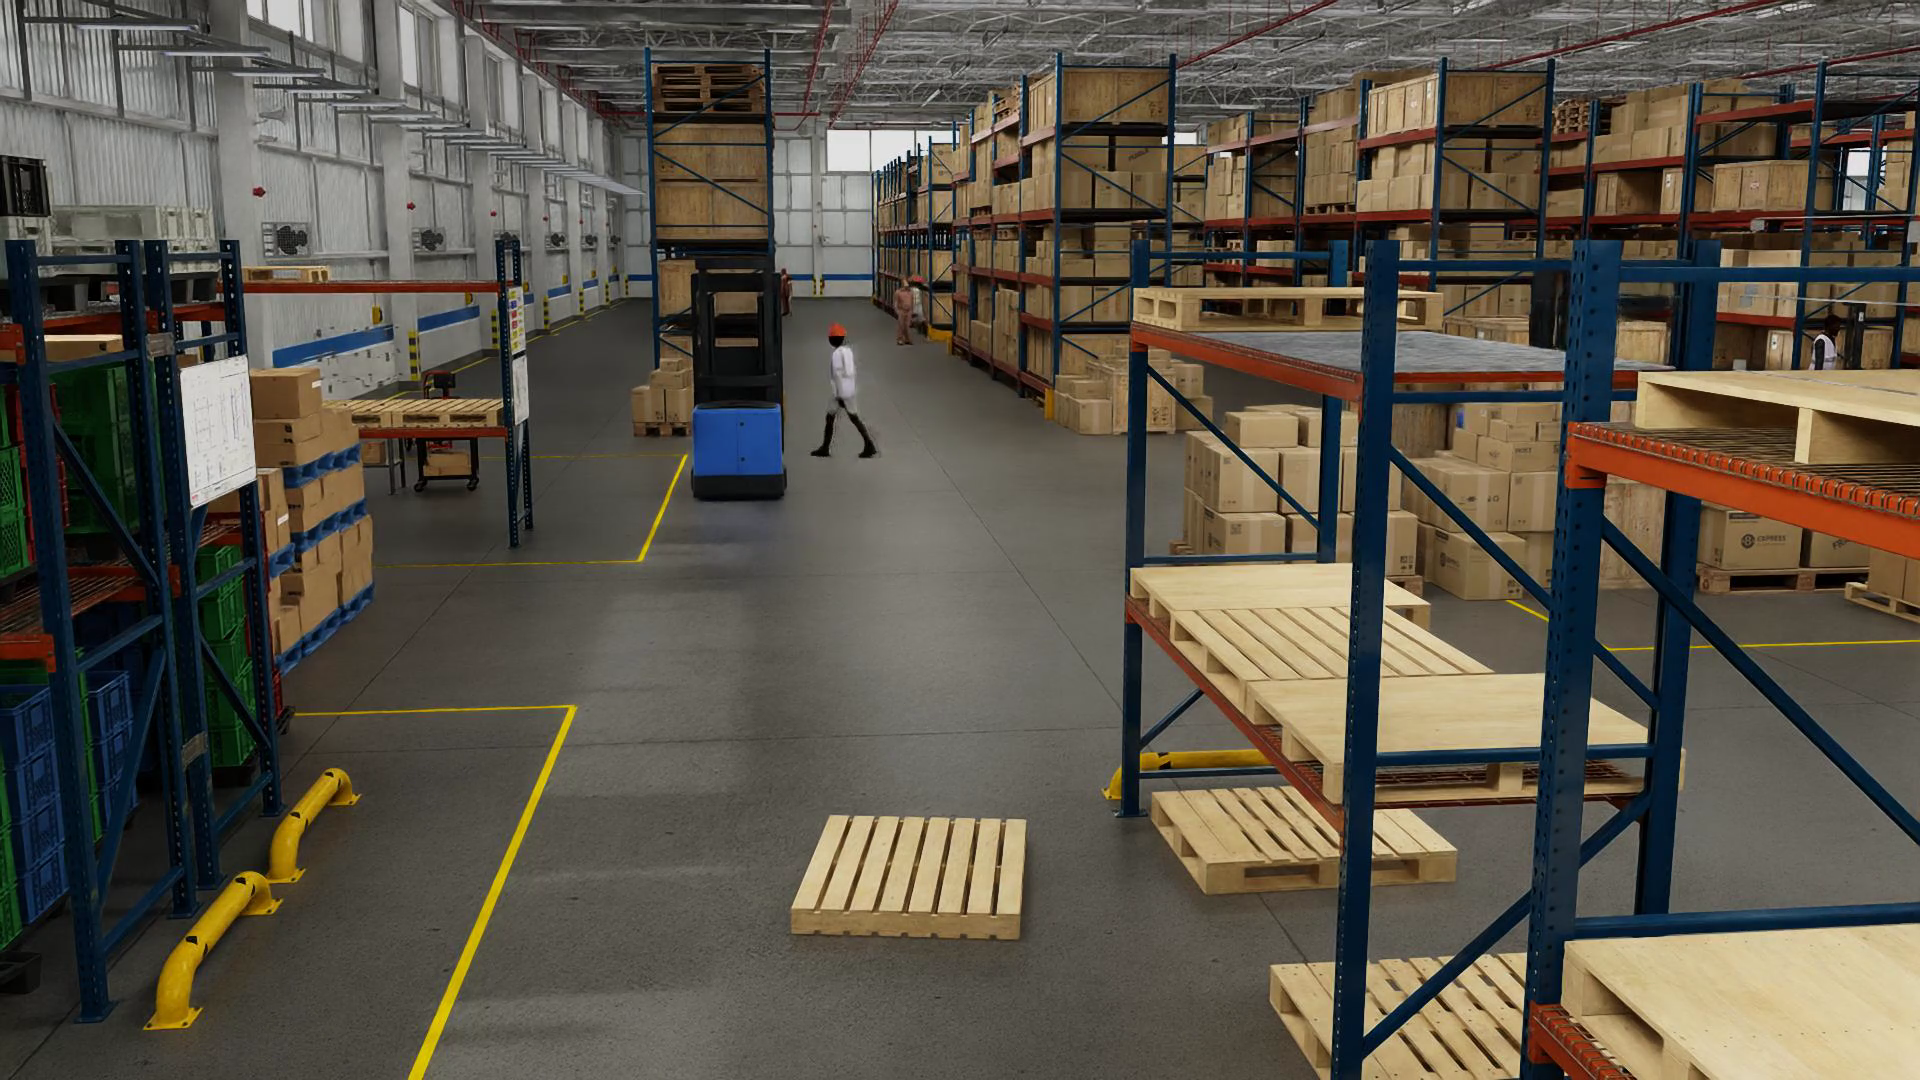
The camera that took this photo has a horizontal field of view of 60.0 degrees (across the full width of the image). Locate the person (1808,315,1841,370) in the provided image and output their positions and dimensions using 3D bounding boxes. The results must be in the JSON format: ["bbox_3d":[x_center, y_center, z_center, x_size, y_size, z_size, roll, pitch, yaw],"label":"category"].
[{"bbox_3d":[13.131,-2.470,25.318,0.397,1.911,0.587,10,14,43],"label":"person"}]

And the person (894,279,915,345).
[{"bbox_3d":[-1.585,-6.594,48.169,0.642,1.909,0.399,-7,12,-35],"label":"person"}]

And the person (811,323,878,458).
[{"bbox_3d":[-1.595,-2.074,23.184,0.971,1.898,0.549,5,11,24],"label":"person"}]

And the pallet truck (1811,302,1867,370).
[{"bbox_3d":[15.846,-3.142,28.793,1.885,1.965,0.823,2,10,12],"label":"pallet truck"}]

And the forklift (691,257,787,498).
[{"bbox_3d":[-2.677,-1.998,20.002,1.129,2.768,1.873,-1,10,-6],"label":"forklift"}]

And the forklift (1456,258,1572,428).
[{"bbox_3d":[6.666,-1.762,18.698,1.873,2.768,1.129,-1,10,-7],"label":"forklift"}]

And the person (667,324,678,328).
[{"bbox_3d":[-7.486,-5.703,43.812,0.532,1.698,0.319,-8,13,-37],"label":"person"}]

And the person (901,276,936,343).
[{"bbox_3d":[-1.264,-6.776,48.960,1.038,1.995,0.626,-1,10,-7],"label":"person"}]

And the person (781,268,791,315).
[{"bbox_3d":[-7.093,-10.033,67.245,0.407,1.902,0.638,5,11,24],"label":"person"}]

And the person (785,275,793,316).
[{"bbox_3d":[-6.883,-9.849,66.948,0.305,1.639,0.522,-1,10,-4],"label":"person"}]
